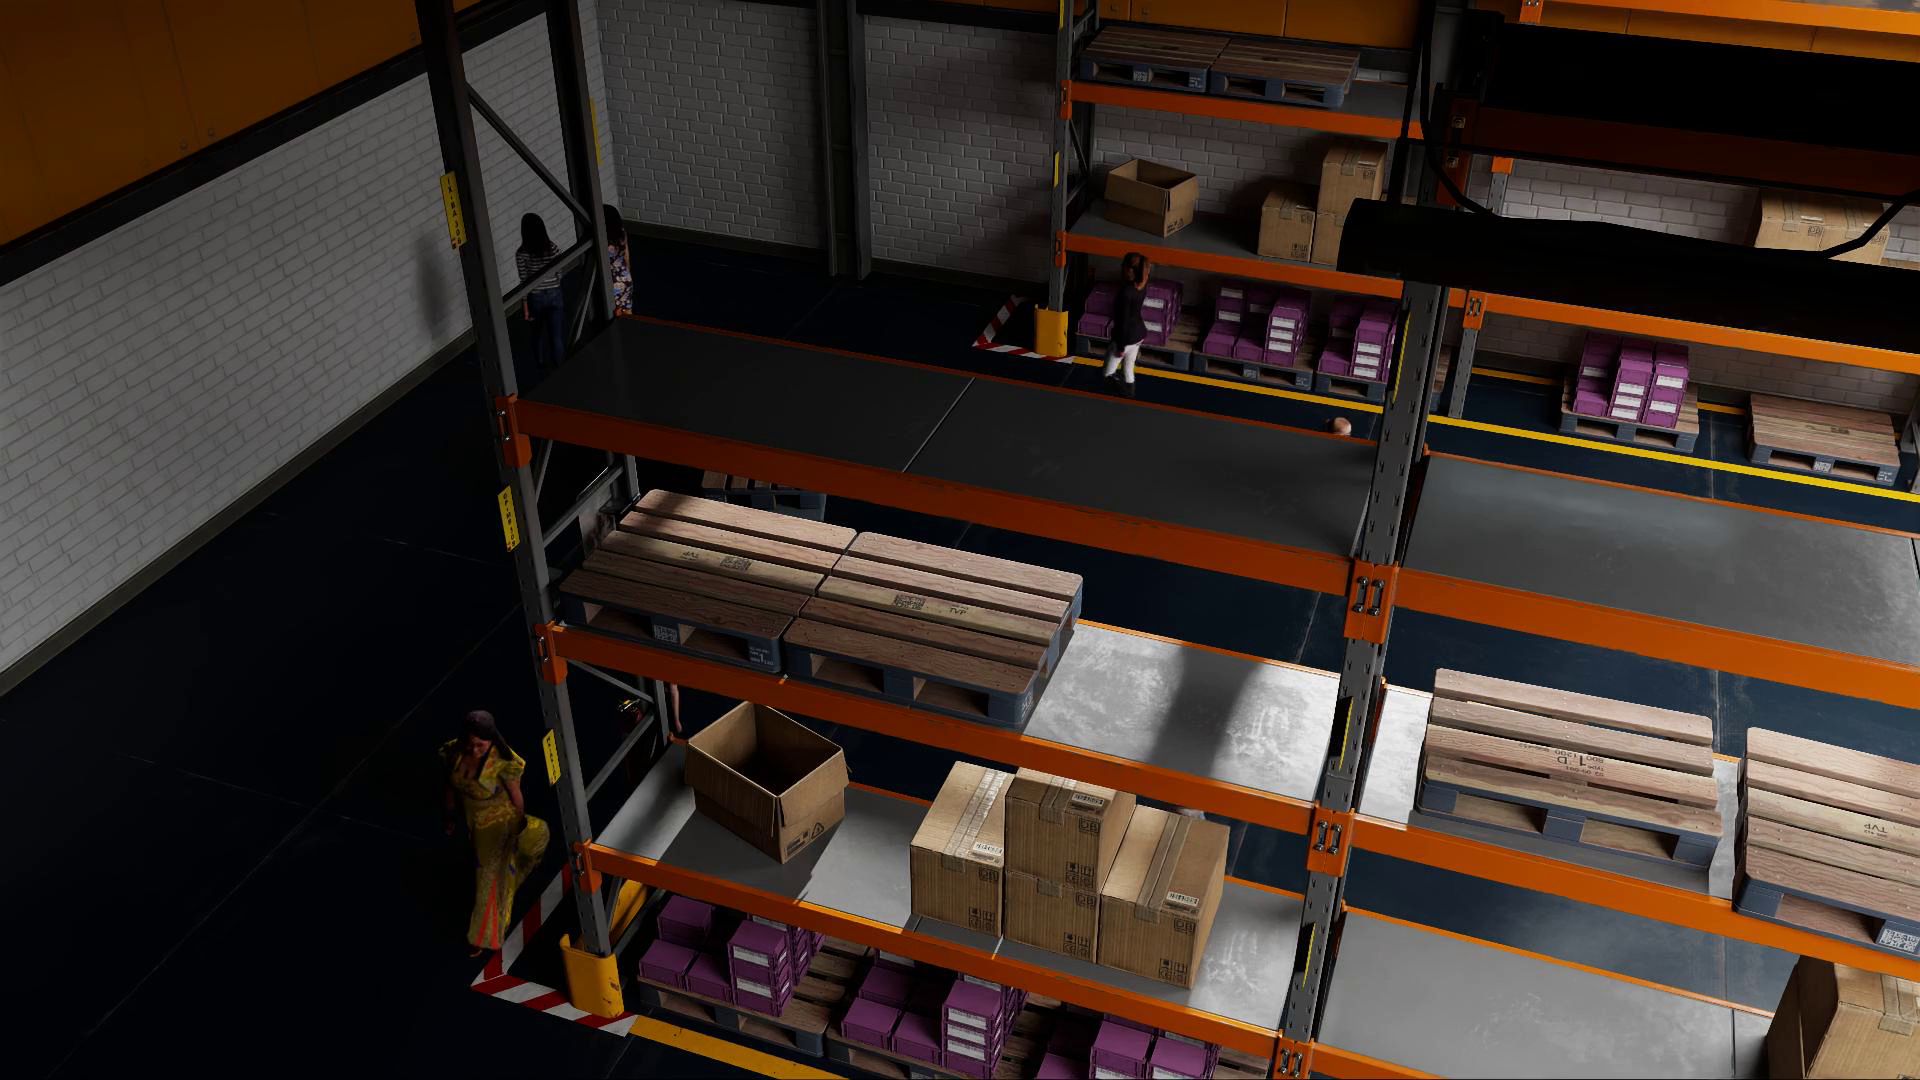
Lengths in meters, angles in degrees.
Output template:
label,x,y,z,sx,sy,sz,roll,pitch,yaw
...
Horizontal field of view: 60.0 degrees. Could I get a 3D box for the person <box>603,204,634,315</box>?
label,x,y,z,sx,sy,sz,roll,pitch,yaw
person,-3.344,-2.441,16.185,0.529,1.733,0.622,15,37,22

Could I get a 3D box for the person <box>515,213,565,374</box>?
label,x,y,z,sx,sy,sz,roll,pitch,yaw
person,-3.907,-2.184,15.772,0.955,1.761,0.992,-12,36,-18

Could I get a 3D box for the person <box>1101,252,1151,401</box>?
label,x,y,z,sx,sy,sz,roll,pitch,yaw
person,1.607,-1.800,15.229,0.669,1.723,0.627,17,37,23

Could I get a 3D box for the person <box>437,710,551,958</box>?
label,x,y,z,sx,sy,sz,roll,pitch,yaw
person,-2.820,1.634,10.171,1.183,1.604,0.800,14,36,20

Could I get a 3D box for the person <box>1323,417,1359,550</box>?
label,x,y,z,sx,sy,sz,roll,pitch,yaw
person,2.981,-0.462,13.631,0.667,1.264,0.552,16,37,22
